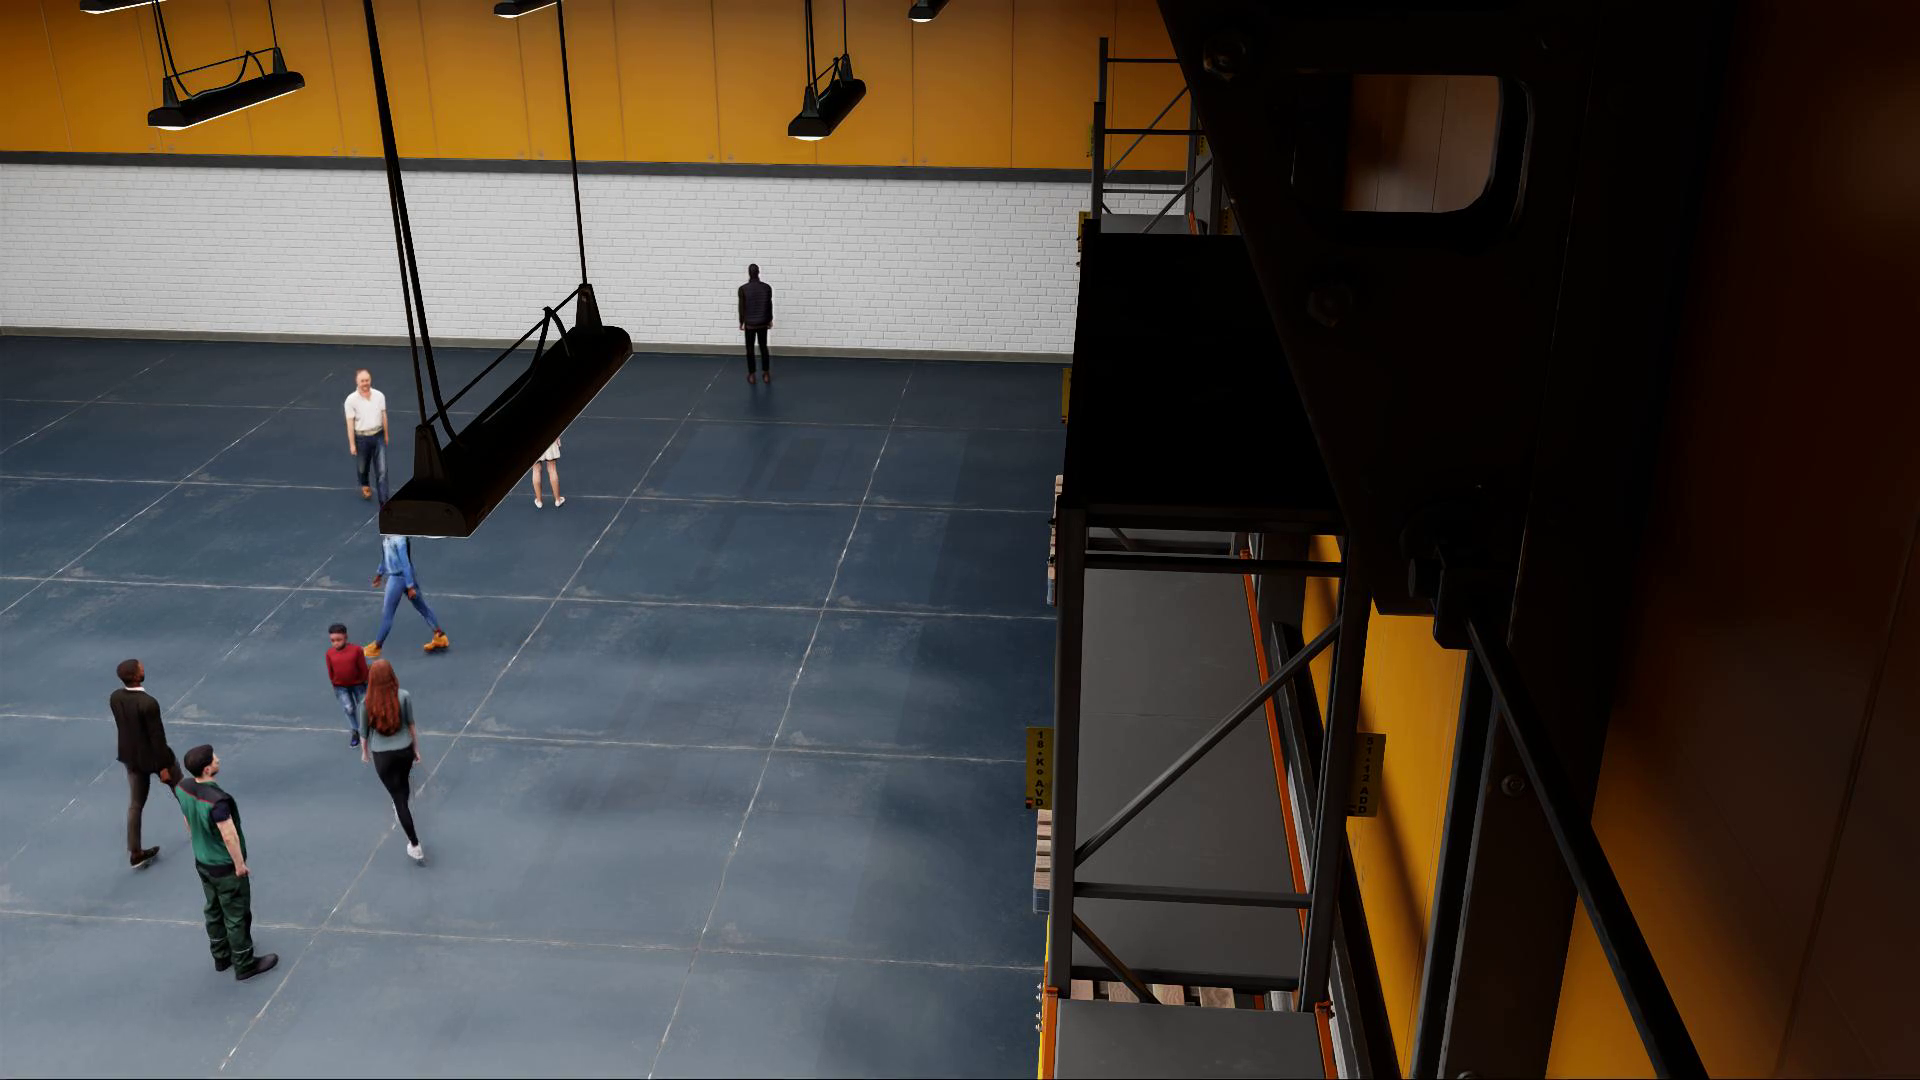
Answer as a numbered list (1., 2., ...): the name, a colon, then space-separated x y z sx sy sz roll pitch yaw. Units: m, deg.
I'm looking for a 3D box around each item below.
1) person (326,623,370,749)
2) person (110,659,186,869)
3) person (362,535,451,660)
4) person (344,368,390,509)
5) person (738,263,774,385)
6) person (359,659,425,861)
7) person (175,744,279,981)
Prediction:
1. person: -5.653 1.299 15.480 0.588 1.244 0.687 -4 24 -9
2. person: -6.706 1.850 13.590 0.890 1.749 1.233 8 25 18
3. person: -5.588 0.417 16.971 1.009 1.667 1.187 -9 25 -19
4. person: -7.343 -1.259 20.603 1.103 1.828 1.279 -13 27 -27
5. person: -3.105 -3.294 25.249 0.764 1.836 0.740 -9 25 -19
6. person: -4.648 1.839 13.685 1.021 1.692 1.211 -13 27 -27
7. person: -5.457 2.352 12.254 0.763 1.899 0.746 14 27 29
